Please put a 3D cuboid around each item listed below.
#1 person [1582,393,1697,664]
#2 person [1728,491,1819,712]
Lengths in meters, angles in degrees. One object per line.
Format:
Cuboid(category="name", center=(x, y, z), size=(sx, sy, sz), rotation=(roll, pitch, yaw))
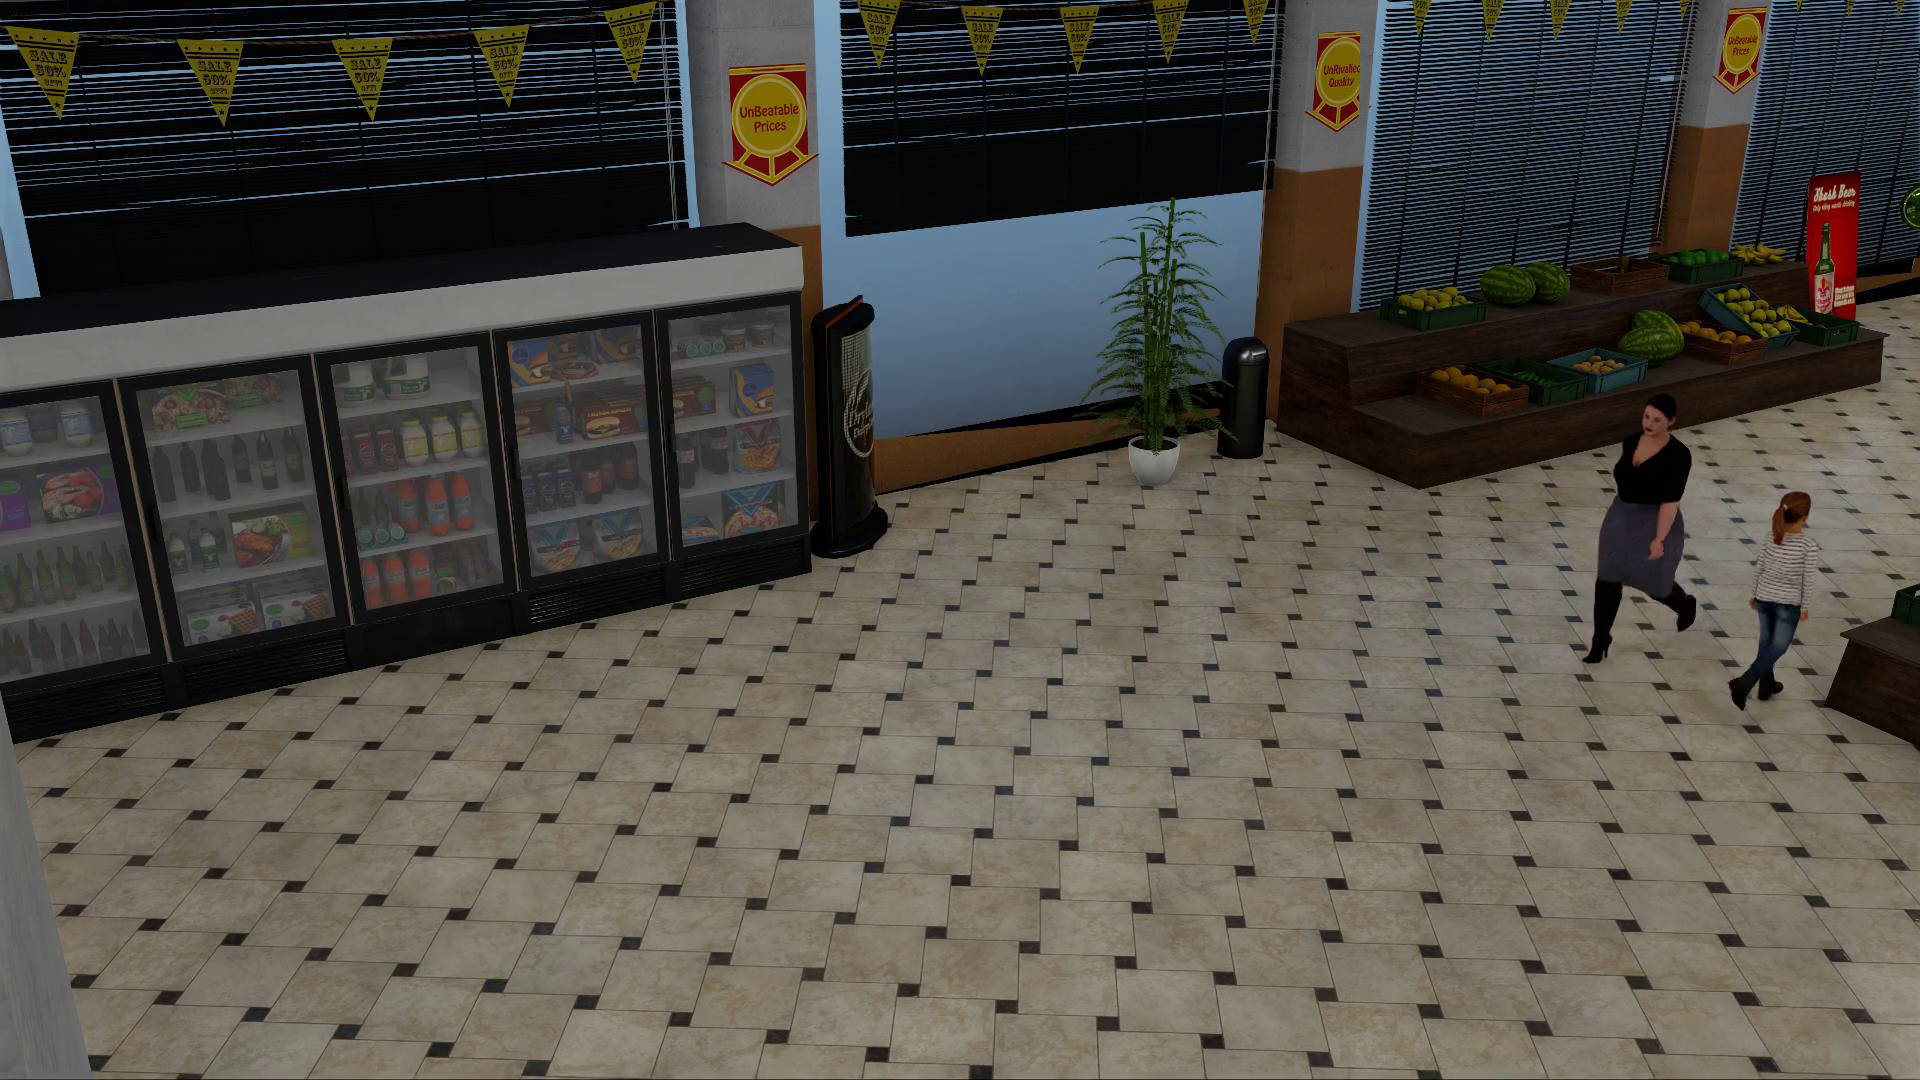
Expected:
Cuboid(category="person", center=(4.174, -0.042, 9.974), size=(1.004, 1.727, 0.670), rotation=(-10, 24, -24))
Cuboid(category="person", center=(4.653, 0.373, 9.515), size=(0.850, 1.299, 0.525), rotation=(-16, 27, -34))
